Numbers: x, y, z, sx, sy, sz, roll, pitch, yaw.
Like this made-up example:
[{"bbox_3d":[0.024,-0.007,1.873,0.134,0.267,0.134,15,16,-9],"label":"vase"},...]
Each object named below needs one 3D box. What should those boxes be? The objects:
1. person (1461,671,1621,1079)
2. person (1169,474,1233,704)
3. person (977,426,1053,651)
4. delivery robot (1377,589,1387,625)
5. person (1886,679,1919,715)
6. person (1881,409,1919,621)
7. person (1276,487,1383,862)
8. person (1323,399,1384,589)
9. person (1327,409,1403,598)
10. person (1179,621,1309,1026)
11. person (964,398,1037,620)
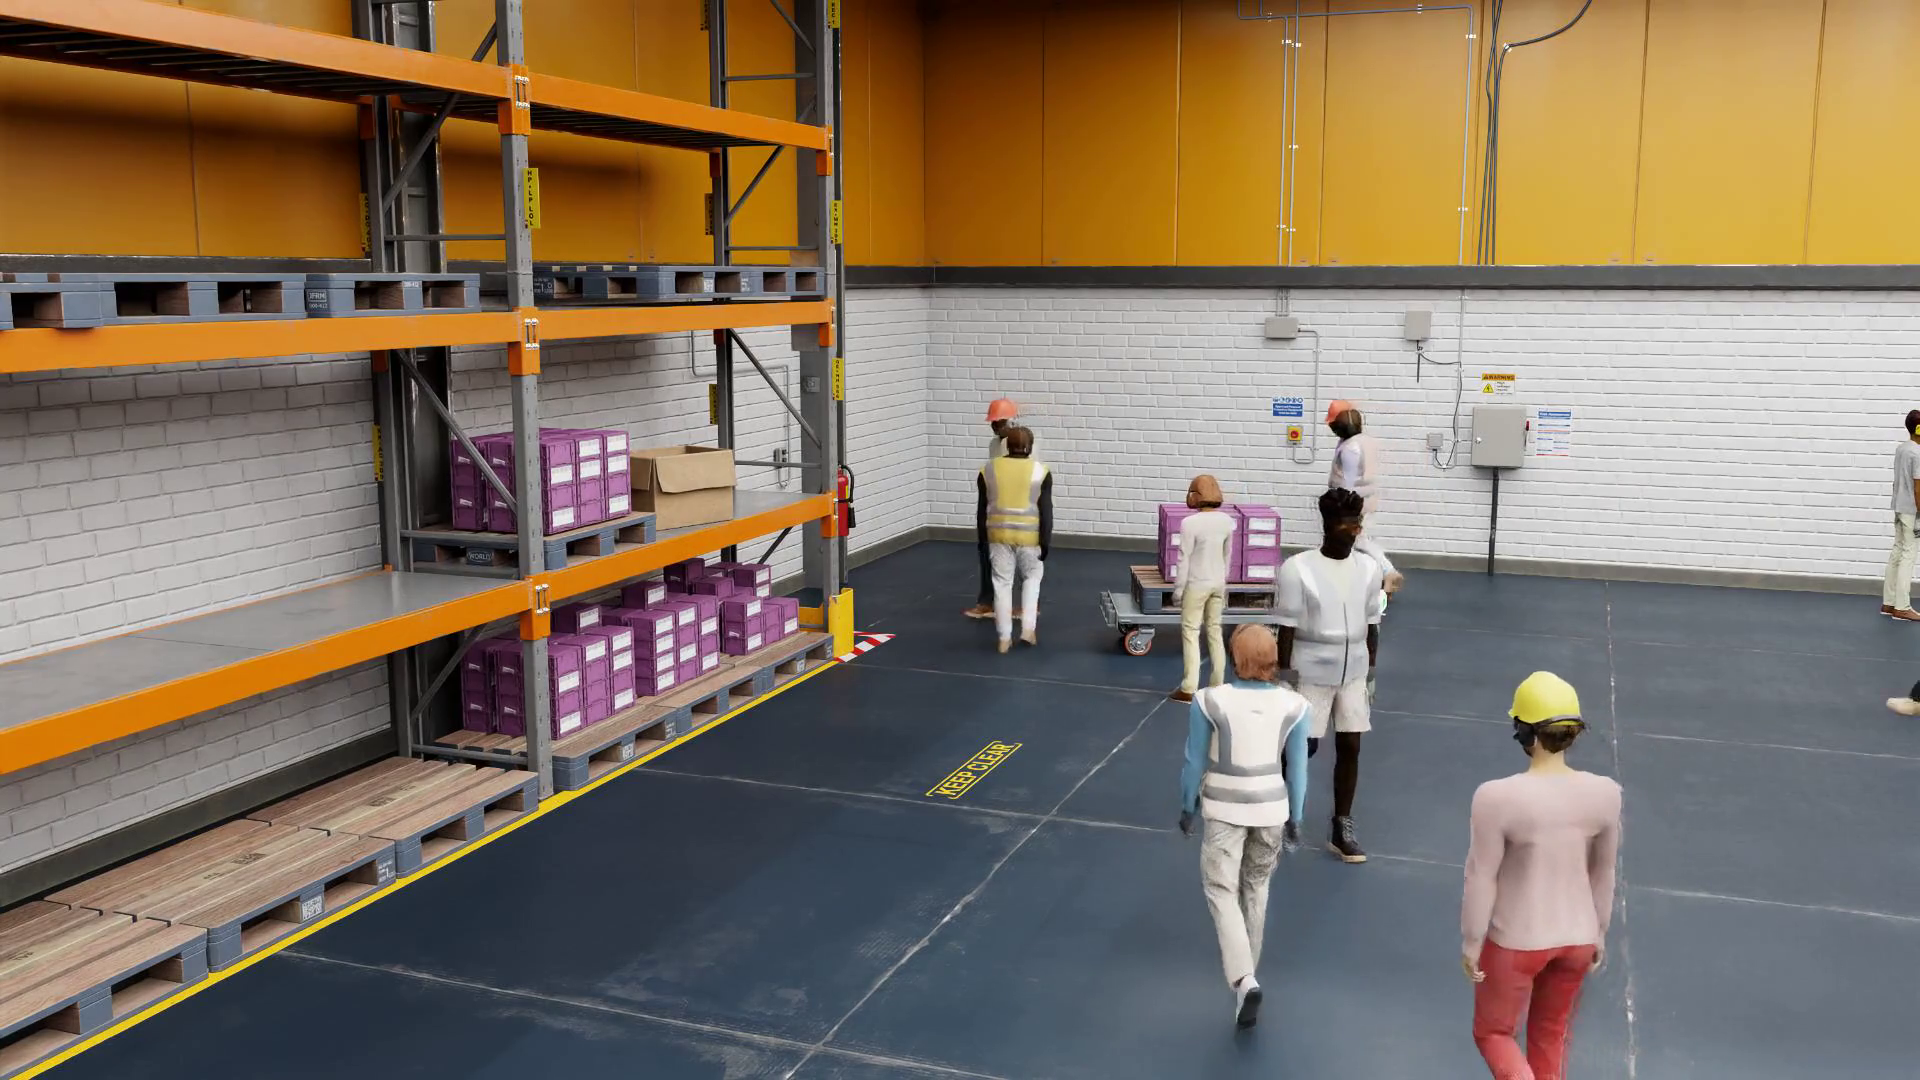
[{"bbox_3d":[1.910,1.309,5.415,0.532,1.753,0.581,-1,9,-9],"label":"person"},{"bbox_3d":[1.725,0.347,11.831,0.509,1.627,0.289,-7,11,-37],"label":"person"},{"bbox_3d":[0.445,-0.013,13.509,0.642,1.820,0.546,1,9,8],"label":"person"},{"bbox_3d":[3.174,0.519,13.813,0.707,0.478,0.477,1,9,8],"label":"delivery robot"},{"bbox_3d":[6.817,0.212,11.386,0.838,2.000,0.693,7,12,38],"label":"person"},{"bbox_3d":[8.398,-0.226,14.668,0.328,1.872,0.508,1,9,8],"label":"person"},{"bbox_3d":[1.919,0.673,8.771,0.624,1.950,0.731,-2,9,-15],"label":"person"},{"bbox_3d":[3.602,-0.380,15.656,0.990,1.881,0.592,2,9,13],"label":"person"},{"bbox_3d":[3.716,-0.322,15.489,0.753,1.811,0.646,6,11,35],"label":"person"},{"bbox_3d":[1.187,1.146,6.837,0.515,1.617,0.724,-1,9,-6],"label":"person"},{"bbox_3d":[0.351,-0.255,14.533,0.796,1.961,0.646,-6,11,-35],"label":"person"}]
